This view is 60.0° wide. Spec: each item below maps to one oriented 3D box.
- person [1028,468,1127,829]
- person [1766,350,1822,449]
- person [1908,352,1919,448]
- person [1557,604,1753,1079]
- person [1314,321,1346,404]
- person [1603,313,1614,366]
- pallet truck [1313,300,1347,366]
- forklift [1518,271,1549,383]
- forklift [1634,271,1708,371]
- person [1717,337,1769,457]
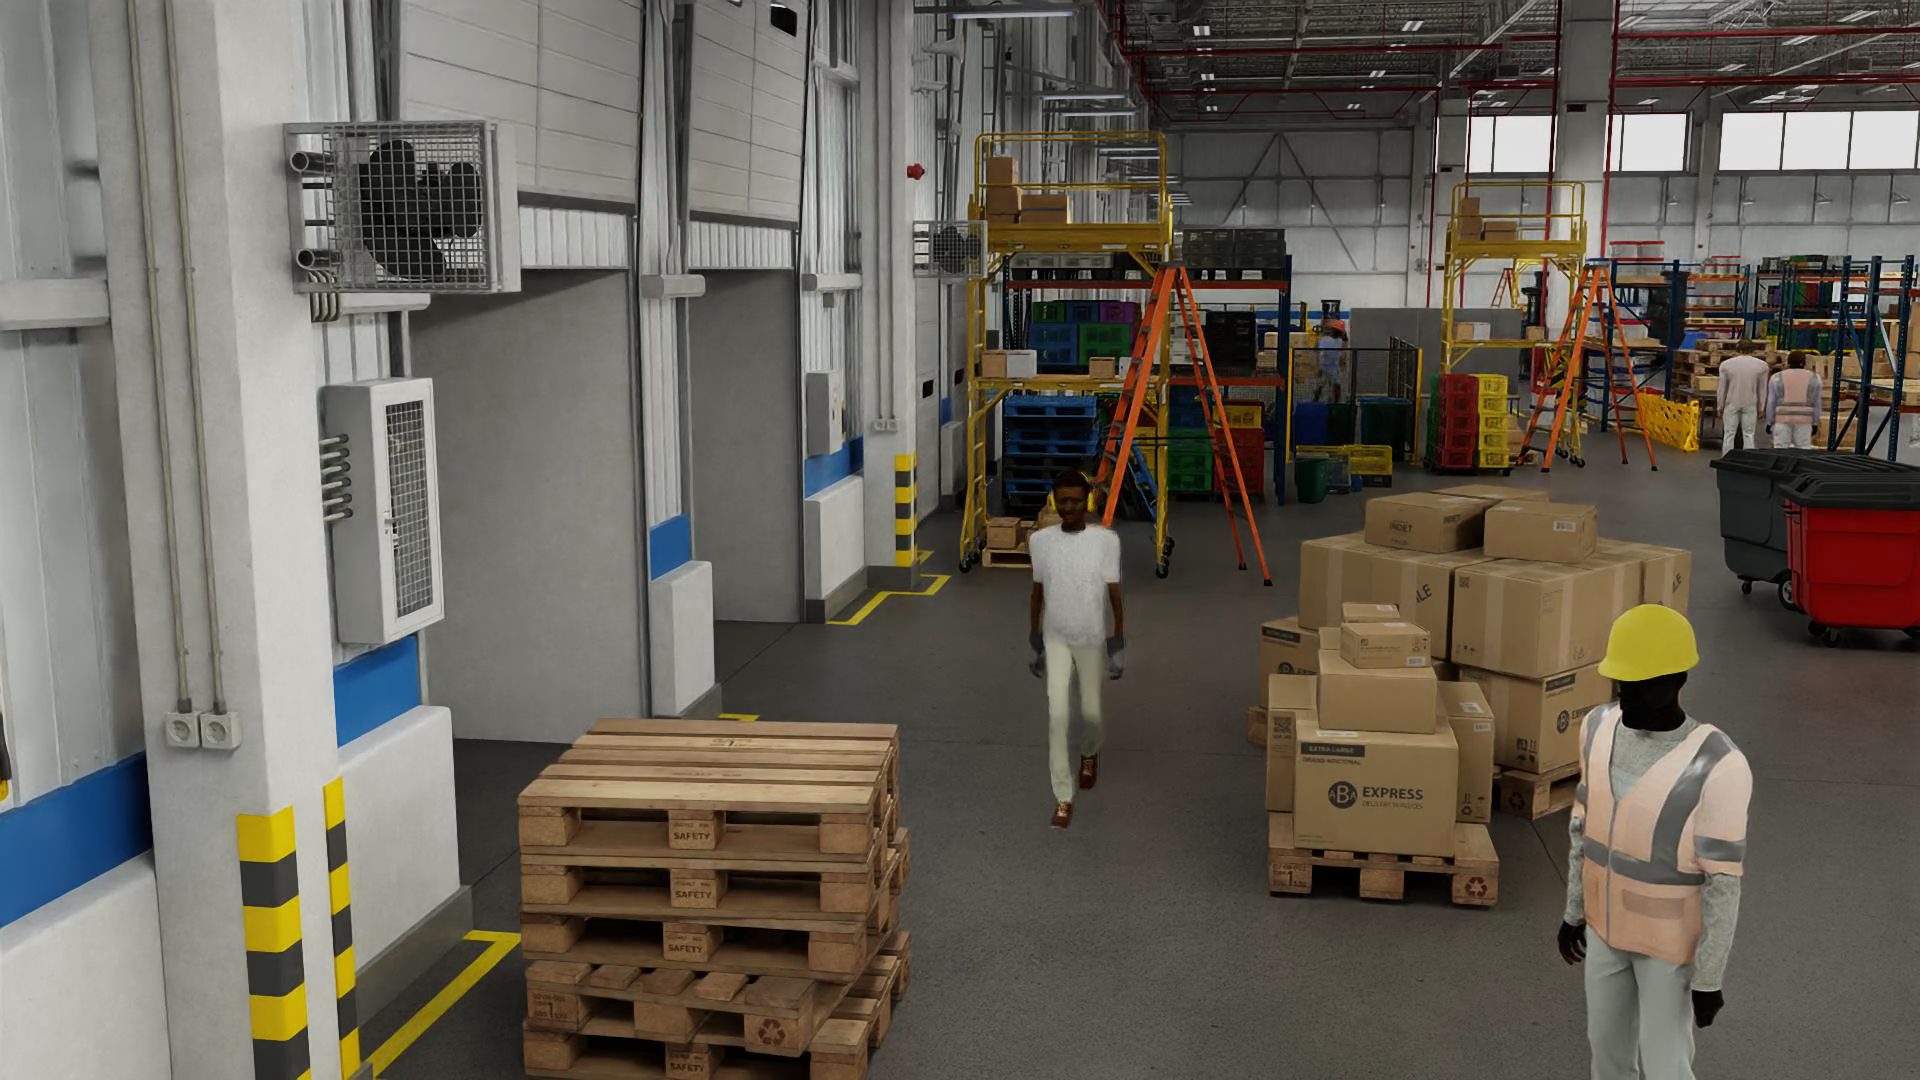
[{"bbox_3d":[0.622,0.519,8.776,0.527,1.841,0.864,1,9,9],"label":"person"},{"bbox_3d":[10.605,-1.494,21.189,0.622,1.840,0.430,4,10,23],"label":"person"},{"bbox_3d":[15.502,-2.337,26.714,0.335,1.734,0.487,5,10,29],"label":"person"},{"bbox_3d":[1.965,1.123,4.810,0.394,1.918,0.588,-4,10,-23],"label":"person"},{"bbox_3d":[7.144,-3.284,32.106,0.704,1.866,0.863,-5,10,-28],"label":"person"},{"bbox_3d":[17.769,-5.424,45.868,0.548,1.686,0.449,-6,11,-32],"label":"person"},{"bbox_3d":[11.159,-6.200,49.718,0.823,1.965,1.885,4,10,26],"label":"pallet truck"},{"bbox_3d":[14.928,-5.367,41.864,1.129,2.768,1.873,6,11,35],"label":"forklift"},{"bbox_3d":[20.121,-6.210,47.065,1.873,2.768,1.129,-3,10,-17],"label":"forklift"},{"bbox_3d":[10.826,-1.843,23.062,0.630,1.931,0.368,3,10,19],"label":"person"}]
